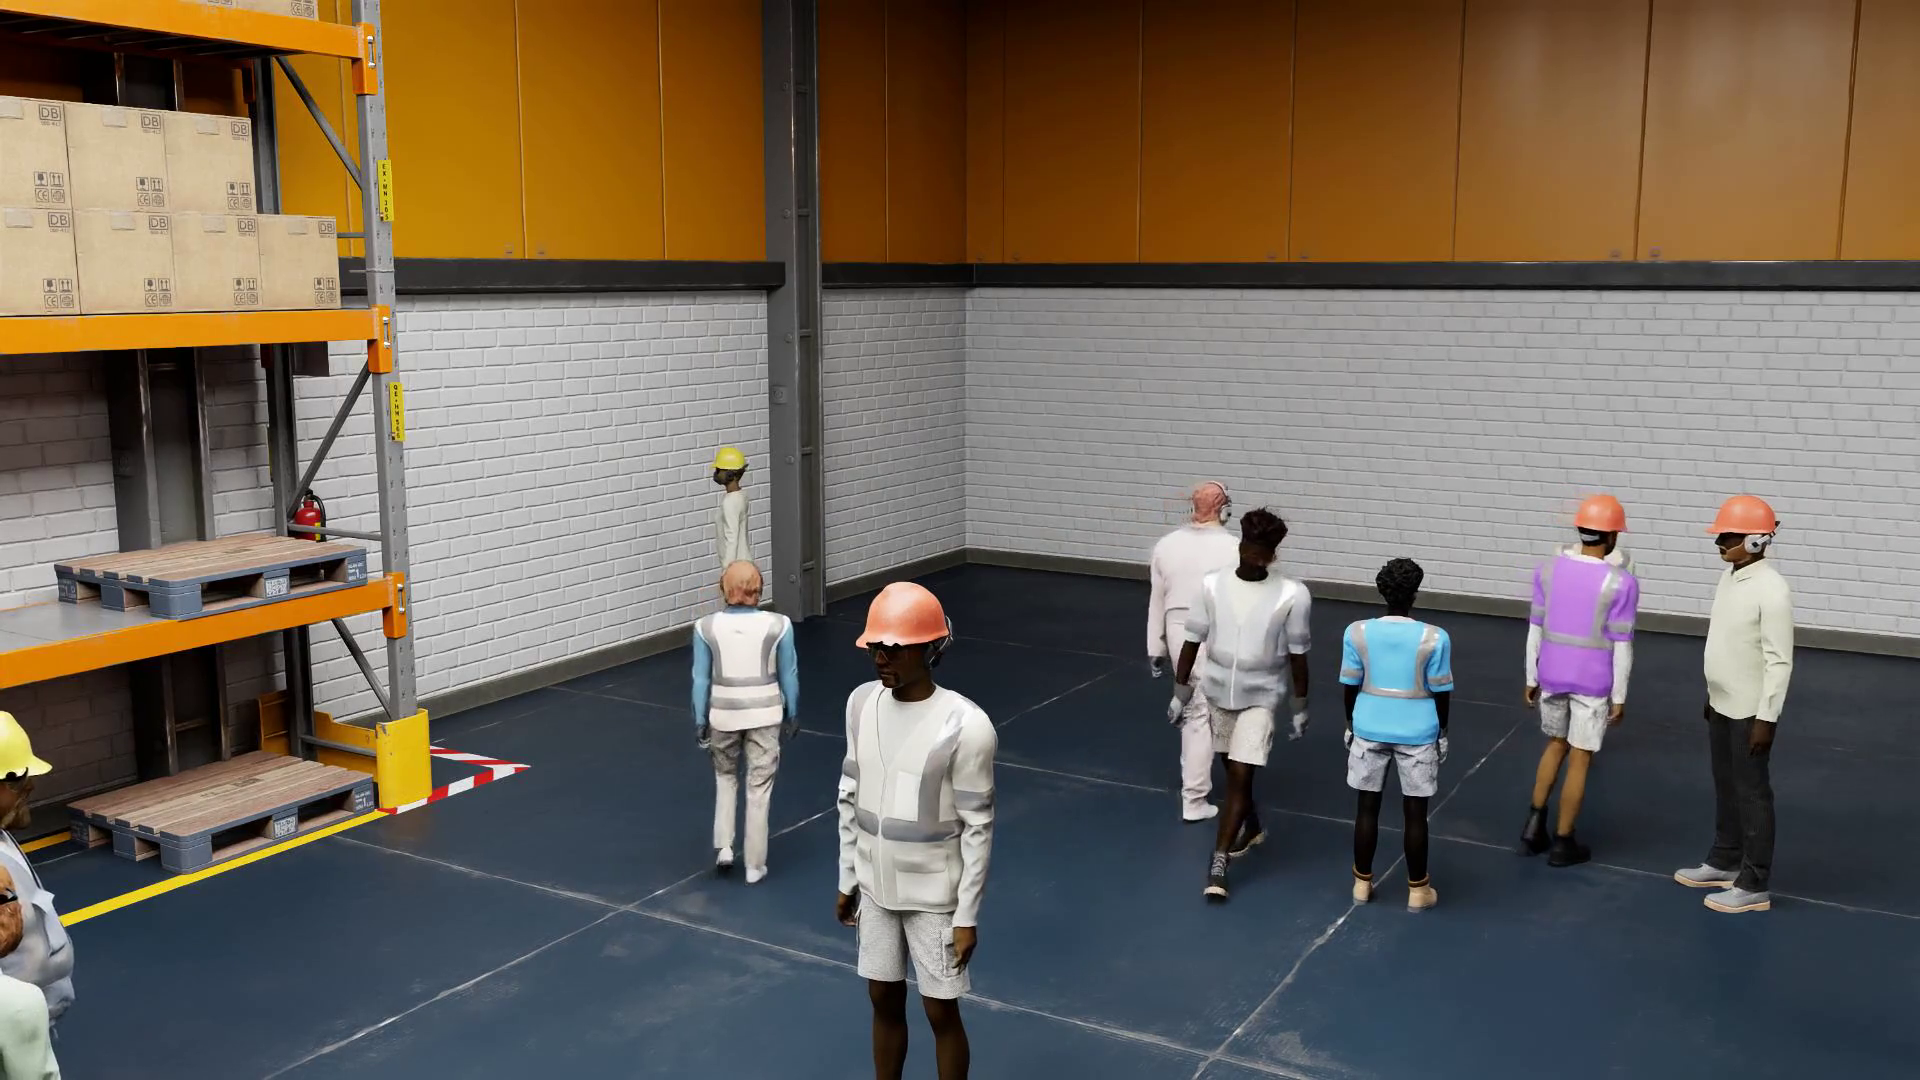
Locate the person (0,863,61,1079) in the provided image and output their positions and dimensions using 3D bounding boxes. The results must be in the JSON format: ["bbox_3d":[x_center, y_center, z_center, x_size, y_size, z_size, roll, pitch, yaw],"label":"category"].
[{"bbox_3d":[-2.402,1.568,4.099,0.507,1.631,0.265,2,9,15],"label":"person"}]

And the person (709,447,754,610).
[{"bbox_3d":[-1.679,0.194,12.258,0.308,1.772,0.526,0,9,0],"label":"person"}]

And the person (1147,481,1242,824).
[{"bbox_3d":[1.432,0.609,9.307,0.659,1.881,0.751,8,12,42],"label":"person"}]

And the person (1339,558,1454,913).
[{"bbox_3d":[2.073,0.926,7.921,0.531,1.692,0.320,4,10,26],"label":"person"}]

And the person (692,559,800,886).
[{"bbox_3d":[-1.060,0.904,8.302,0.520,1.623,0.439,0,9,2],"label":"person"}]

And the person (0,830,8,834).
[{"bbox_3d":[-3.267,1.243,5.255,0.590,1.916,0.395,1,9,5],"label":"person"}]

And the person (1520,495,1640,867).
[{"bbox_3d":[3.189,0.721,8.559,0.519,1.909,0.557,-9,13,-43],"label":"person"}]

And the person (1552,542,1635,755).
[{"bbox_3d":[3.905,0.577,10.321,0.524,1.620,0.454,1,9,8],"label":"person"}]

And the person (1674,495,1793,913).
[{"bbox_3d":[3.711,0.773,7.940,0.396,1.992,0.619,0,9,2],"label":"person"}]

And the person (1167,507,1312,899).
[{"bbox_3d":[1.390,0.766,8.298,0.674,1.900,1.026,5,10,28],"label":"person"}]

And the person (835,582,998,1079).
[{"bbox_3d":[-0.171,1.144,5.476,0.608,2.044,0.371,7,11,36],"label":"person"}]

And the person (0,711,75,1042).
[{"bbox_3d":[-2.707,1.377,4.682,0.404,1.827,0.600,-5,10,-29],"label":"person"}]
